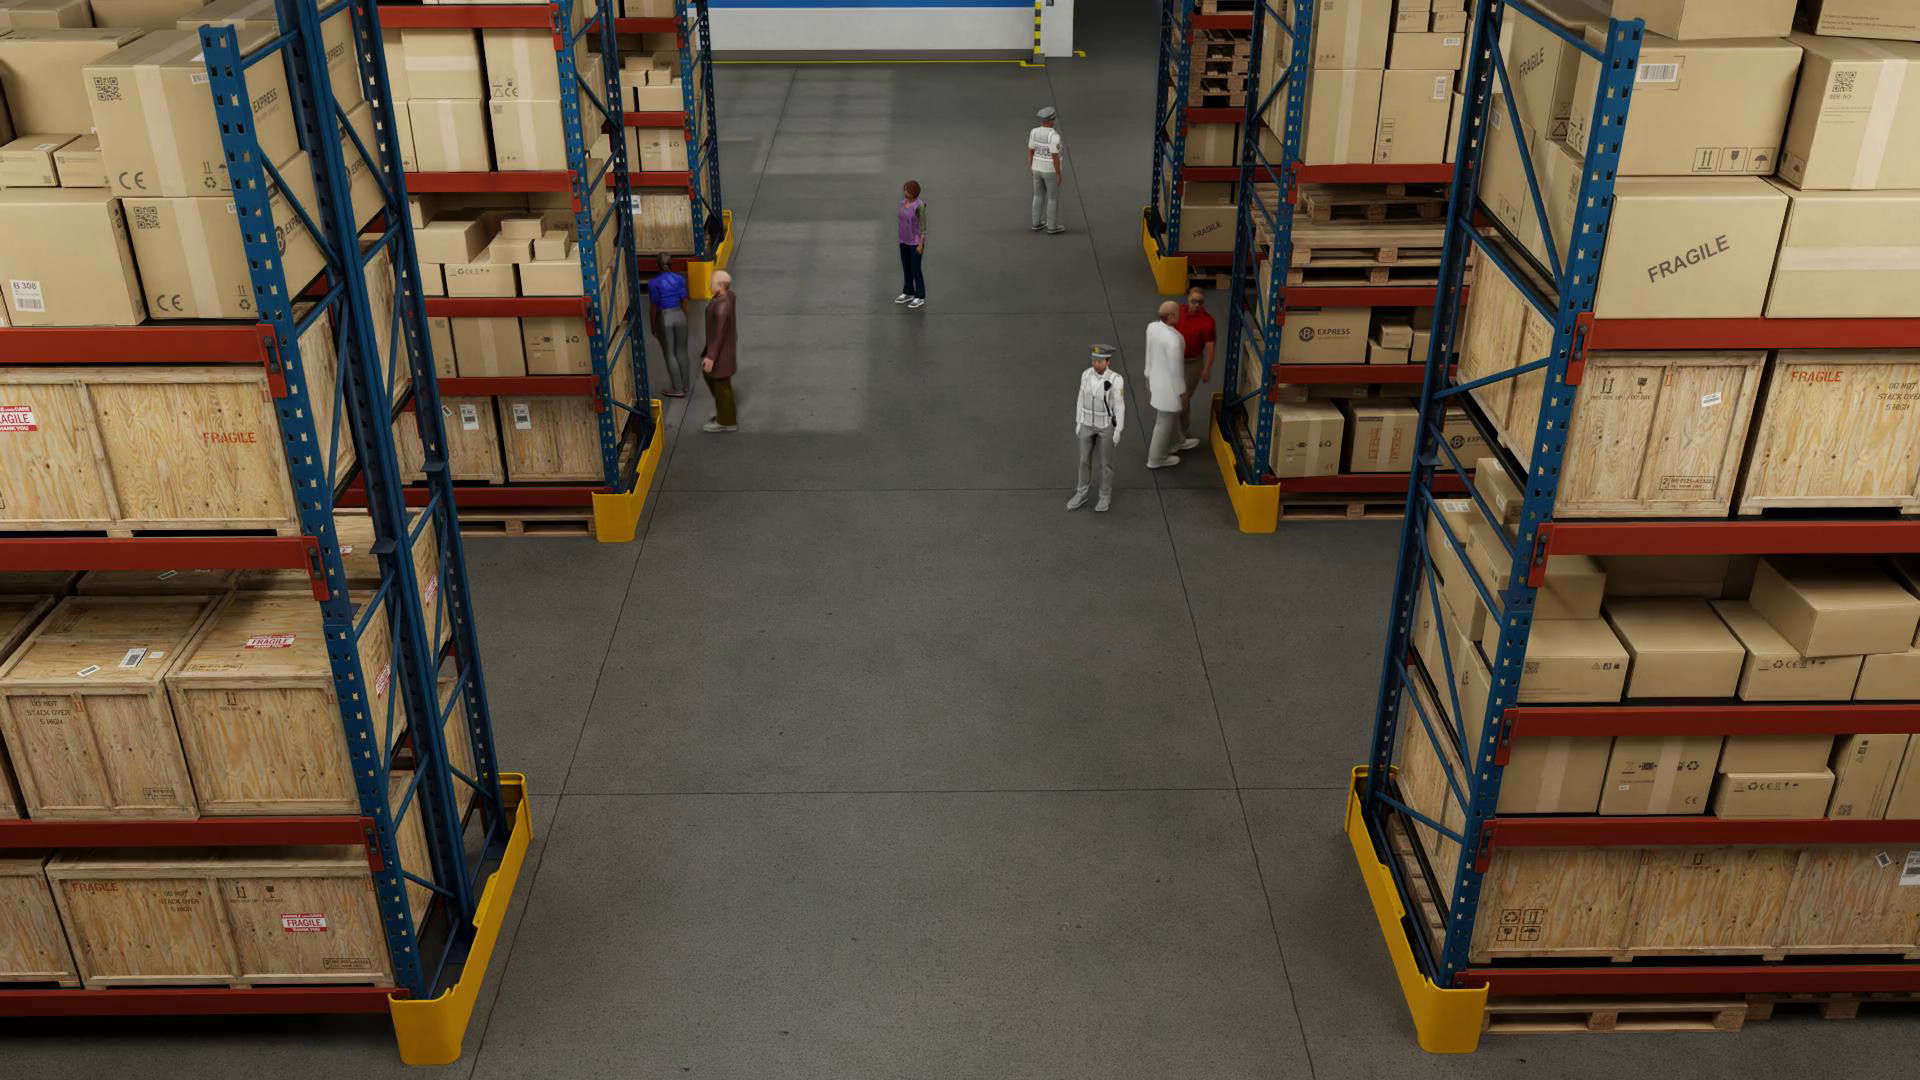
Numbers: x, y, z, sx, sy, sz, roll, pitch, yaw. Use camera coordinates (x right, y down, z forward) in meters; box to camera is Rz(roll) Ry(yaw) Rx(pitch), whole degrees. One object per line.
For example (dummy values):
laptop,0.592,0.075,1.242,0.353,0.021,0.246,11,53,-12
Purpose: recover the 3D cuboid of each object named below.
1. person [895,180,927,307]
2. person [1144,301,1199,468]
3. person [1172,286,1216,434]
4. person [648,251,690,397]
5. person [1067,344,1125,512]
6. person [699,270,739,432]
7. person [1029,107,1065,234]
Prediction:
person,-0.626,-3.764,21.082,0.331,1.602,0.410,-25,37,-38
person,2.237,-1.603,16.852,0.691,1.777,0.618,-10,30,-18
person,2.277,-1.788,17.252,0.616,1.732,0.559,-19,34,-31
person,-3.234,-2.416,18.500,0.444,1.655,0.423,-15,32,-26
person,1.321,-1.083,16.003,0.482,1.688,0.397,14,31,24
person,-2.567,-1.987,17.560,0.443,1.785,0.626,0,28,1
person,1.251,-5.278,23.715,0.529,1.771,0.414,20,34,33
